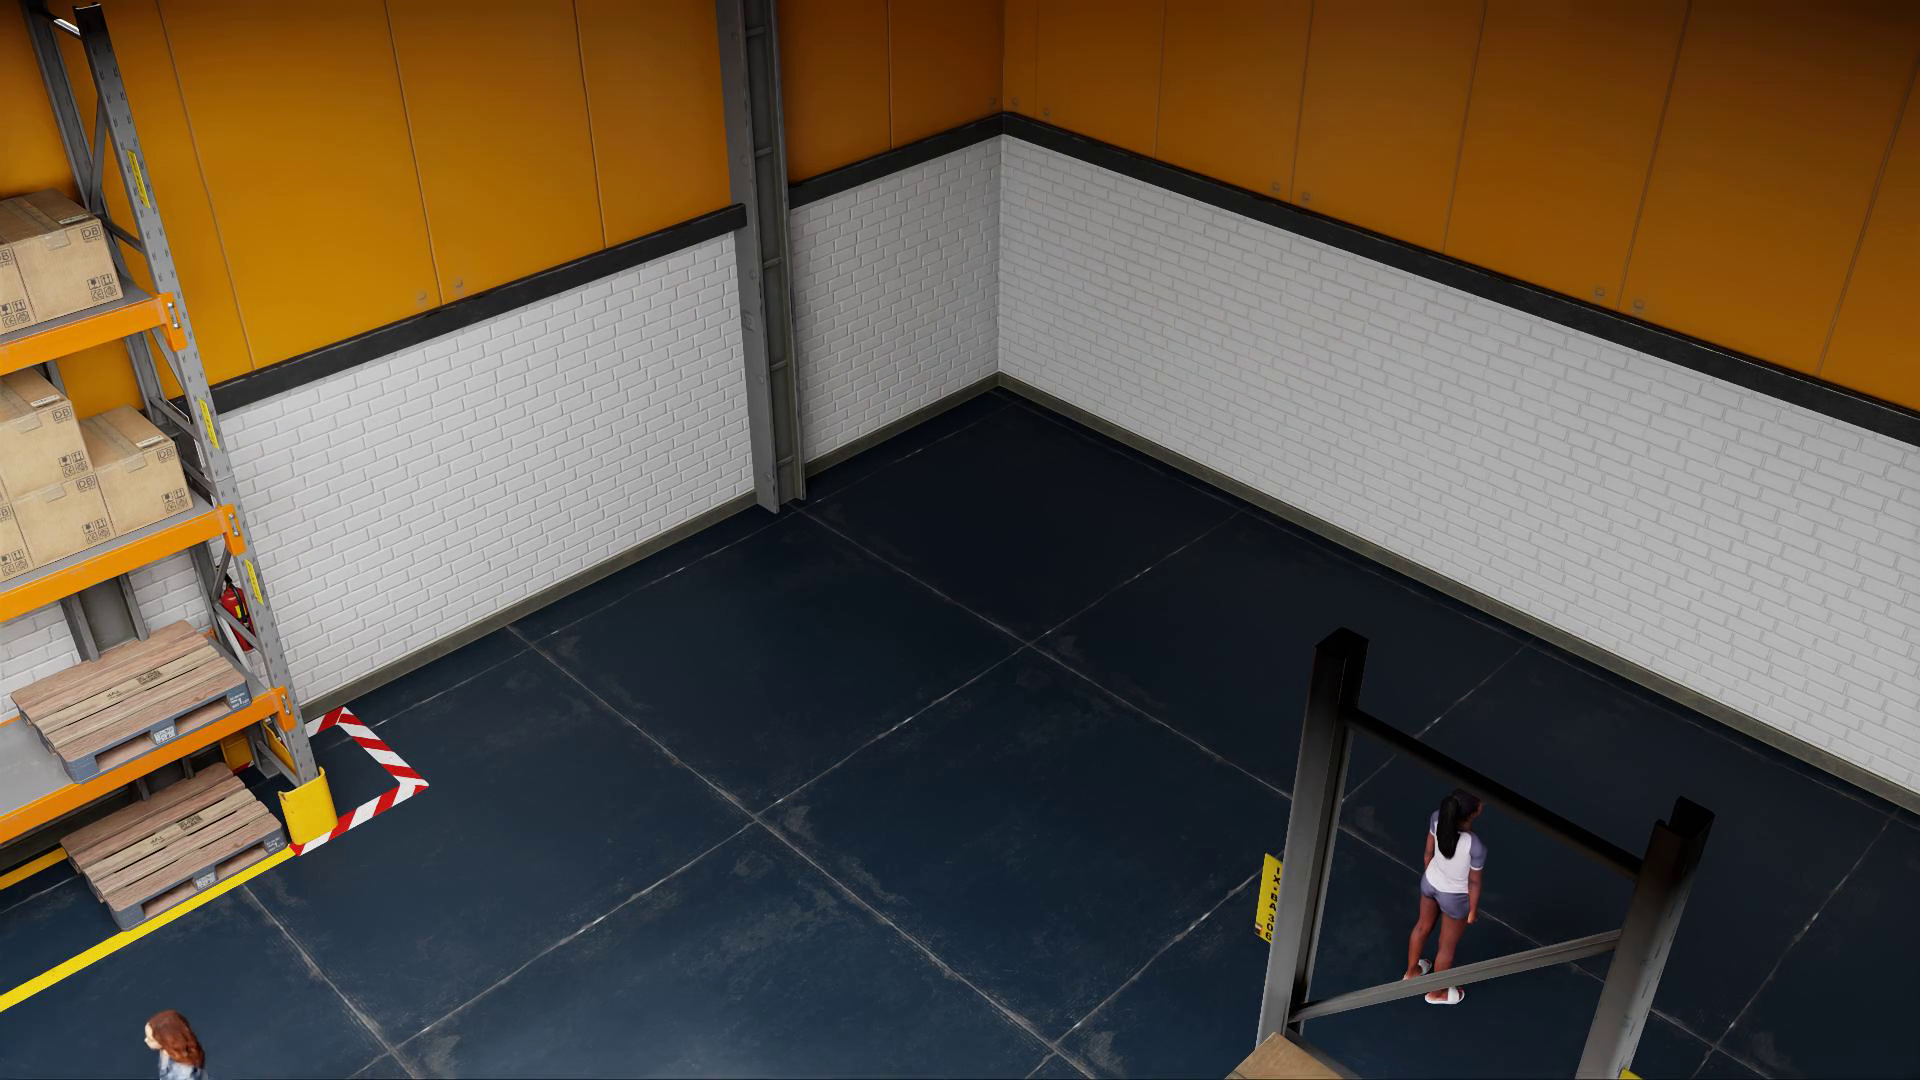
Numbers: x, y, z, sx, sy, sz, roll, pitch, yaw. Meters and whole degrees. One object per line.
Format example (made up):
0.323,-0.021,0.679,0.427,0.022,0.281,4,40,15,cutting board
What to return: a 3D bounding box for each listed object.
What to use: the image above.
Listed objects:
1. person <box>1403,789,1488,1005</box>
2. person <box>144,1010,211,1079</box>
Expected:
3.093,2.237,10.566,0.644,1.721,0.663,-18,38,-25,person
-4.264,3.164,9.402,0.743,1.466,0.599,-25,41,-32,person
